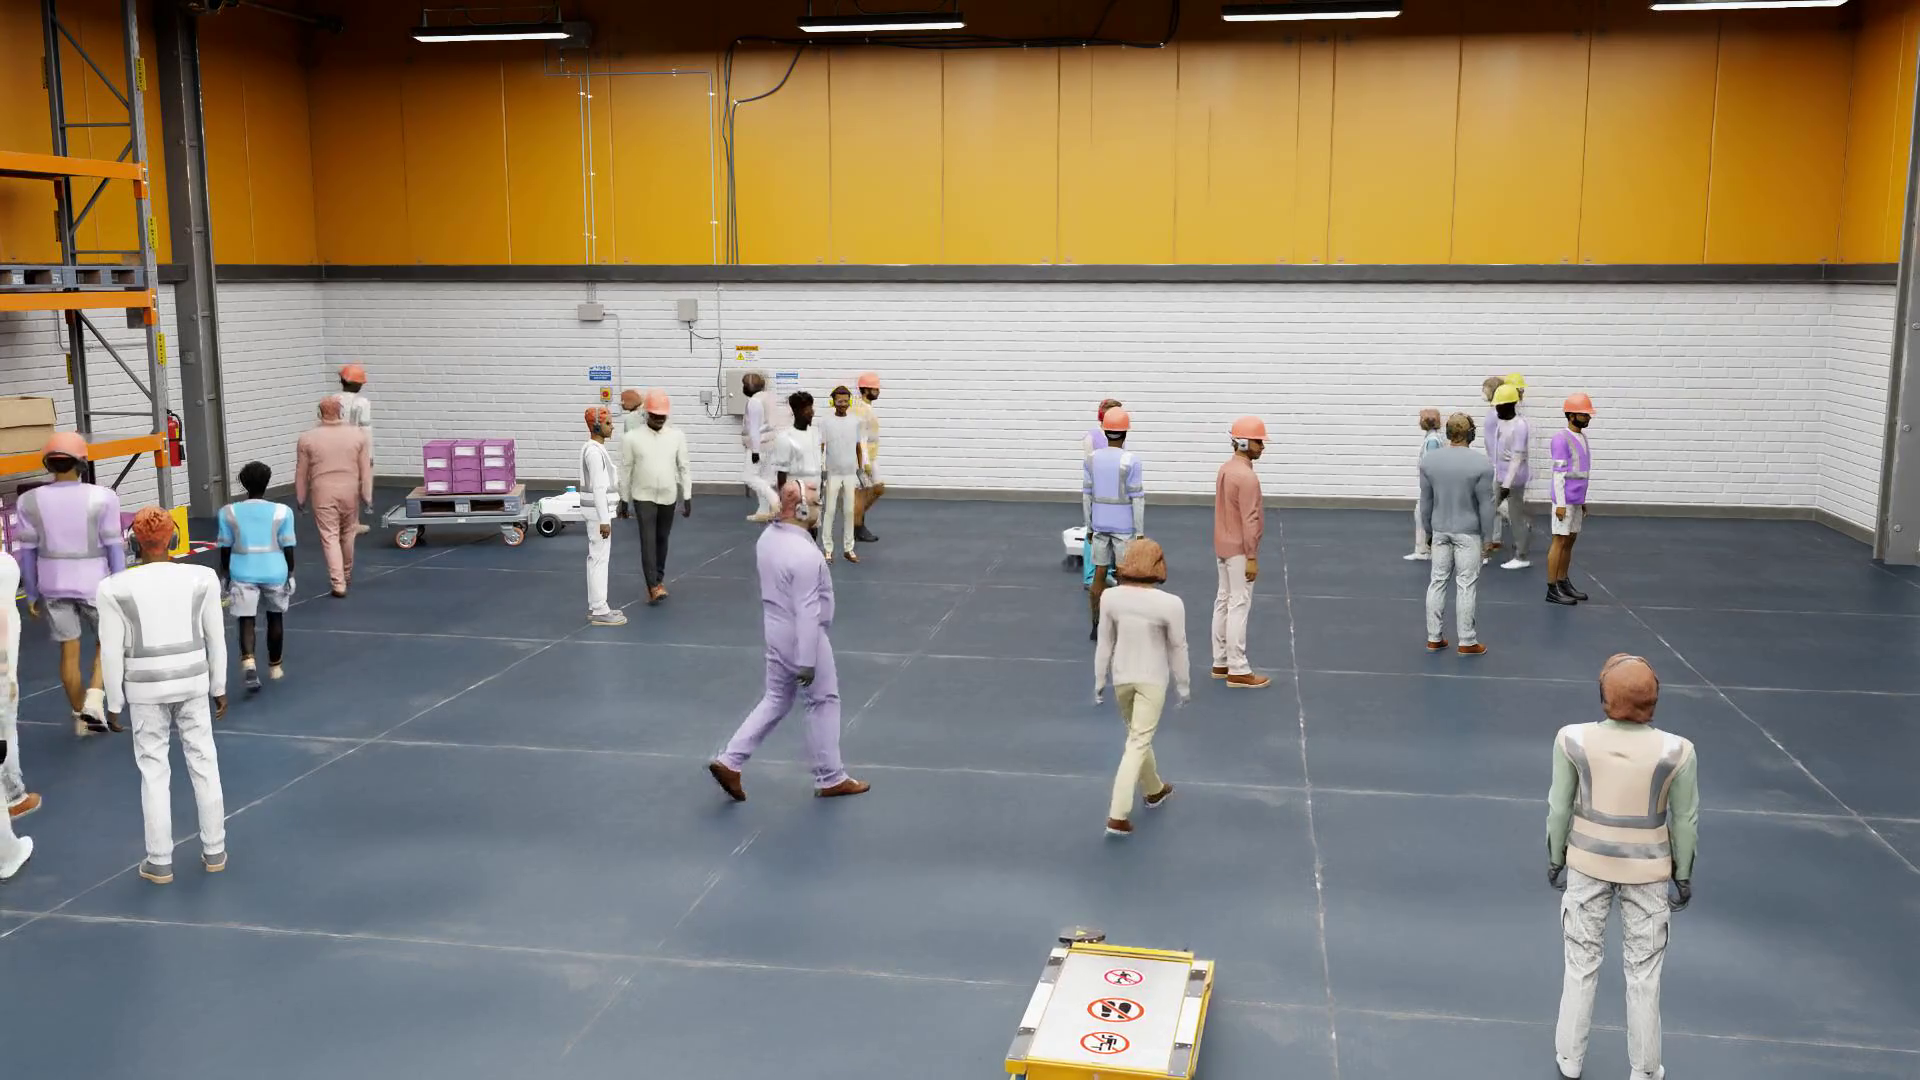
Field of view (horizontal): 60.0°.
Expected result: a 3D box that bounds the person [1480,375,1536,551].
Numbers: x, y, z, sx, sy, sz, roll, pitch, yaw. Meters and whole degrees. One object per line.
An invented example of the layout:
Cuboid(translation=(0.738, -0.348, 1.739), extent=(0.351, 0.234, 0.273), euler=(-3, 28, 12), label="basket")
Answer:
Cuboid(translation=(5.860, -0.806, 17.911), extent=(0.553, 1.930, 0.659), euler=(1, 9, 6), label="person")

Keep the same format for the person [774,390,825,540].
Cuboid(translation=(-1.541, -0.448, 15.671), extent=(0.785, 1.936, 0.620), euler=(5, 11, 30), label="person")

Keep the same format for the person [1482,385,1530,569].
Cuboid(translation=(5.477, -0.627, 16.902), extent=(0.840, 1.890, 0.598), euler=(-1, 9, -5), label="person")

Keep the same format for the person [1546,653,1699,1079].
Cuboid(translation=(2.440, 1.234, 6.162), extent=(0.522, 1.638, 0.306), euler=(4, 10, 25), label="person")

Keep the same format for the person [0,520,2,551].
Cuboid(translation=(-7.589, 0.077, 12.697), extent=(0.515, 1.844, 0.329), euler=(-3, 10, -18), label="person")

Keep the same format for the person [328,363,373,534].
Cuboid(translation=(-7.010, -1.004, 18.928), extent=(0.632, 2.013, 0.850), euler=(3, 10, 18), label="person")

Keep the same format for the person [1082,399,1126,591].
Cuboid(translation=(1.368, -0.428, 15.839), extent=(0.362, 1.839, 0.568), euler=(8, 12, 39), label="person")

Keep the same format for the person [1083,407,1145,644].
Cuboid(translation=(1.271, -0.119, 13.612), extent=(0.551, 1.941, 0.342), euler=(7, 11, 35), label="person")

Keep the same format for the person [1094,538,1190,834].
Cuboid(translation=(1.002, 0.778, 9.128), extent=(0.515, 1.583, 0.884), euler=(6, 11, 33), label="person")

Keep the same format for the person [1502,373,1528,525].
Cuboid(translation=(6.620, -1.098, 20.021), extent=(0.404, 1.830, 0.603), euler=(2, 9, 15), label="person")

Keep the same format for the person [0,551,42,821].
Cuboid(translation=(-5.306, 0.684, 8.808), extent=(0.651, 1.897, 1.023), euler=(0, 9, -1), label="person")

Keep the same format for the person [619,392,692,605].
Cuboid(translation=(-2.786, -0.393, 15.336), extent=(0.626, 1.936, 1.008), euler=(-4, 10, -26), label="person")

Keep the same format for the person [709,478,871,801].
Cuboid(translation=(-0.971, 0.578, 9.469), extent=(0.860, 1.881, 0.640), euler=(-6, 11, -32), label="person")

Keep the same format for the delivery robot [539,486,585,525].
Cuboid(translation=(-4.485, -0.377, 19.214), extent=(0.707, 0.478, 0.477), euler=(-1, 9, -4), label="delivery robot")

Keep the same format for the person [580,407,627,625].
Cuboid(translation=(-3.094, -0.207, 14.343), extent=(0.355, 1.883, 0.575), euler=(-3, 10, -17), label="person")

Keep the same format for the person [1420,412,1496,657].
Cuboid(translation=(3.933, -0.044, 13.159), extent=(0.632, 1.940, 0.372), euler=(9, 13, 43), label="person")

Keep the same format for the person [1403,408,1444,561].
Cuboid(translation=(4.937, -0.568, 17.374), extent=(0.464, 1.622, 0.530), euler=(2, 9, 12), label="person")

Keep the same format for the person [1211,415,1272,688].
Cuboid(translation=(2.063, 0.078, 12.233), extent=(0.392, 1.991, 0.612), euler=(-2, 9, -11), label="person")

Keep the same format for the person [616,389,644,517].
Cuboid(translation=(-3.949, -1.055, 20.503), extent=(0.723, 1.608, 0.506), euler=(2, 9, 10), label="person")

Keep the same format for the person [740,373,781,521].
Cuboid(translation=(-2.395, -1.103, 20.097), extent=(0.504, 1.823, 0.648), euler=(1, 9, 7), label="person")

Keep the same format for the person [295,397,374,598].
Cuboid(translation=(-5.937, -0.424, 15.741), extent=(0.673, 1.855, 0.960), euler=(-5, 10, -29), label="person")

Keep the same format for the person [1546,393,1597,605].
Cuboid(translation=(5.613, -0.381, 15.254), extent=(0.358, 1.938, 0.542), euler=(8, 12, 41), label="person")

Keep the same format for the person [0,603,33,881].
Cuboid(translation=(-4.791, 0.835, 7.912), extent=(0.600, 1.873, 0.984), euler=(-2, 9, -12), label="person")

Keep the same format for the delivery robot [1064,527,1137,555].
Cuboid(translation=(1.418, 0.010, 16.811), extent=(0.707, 0.478, 0.477), euler=(4, 10, 26), label="delivery robot")

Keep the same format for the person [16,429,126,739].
Cuboid(translation=(-5.719, 0.297, 10.763), extent=(0.631, 2.029, 0.440), euler=(-2, 9, -15), label="person")

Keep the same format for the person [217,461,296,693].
Cuboid(translation=(-5.083, 0.265, 12.058), extent=(0.534, 1.669, 0.739), euler=(-3, 10, -19), label="person")

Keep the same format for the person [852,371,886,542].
Cuboid(translation=(-1.046, -0.929, 18.675), extent=(0.411, 1.924, 0.544), euler=(2, 9, 12), label="person")

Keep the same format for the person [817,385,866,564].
Cuboid(translation=(-1.237, -0.681, 17.338), extent=(0.534, 1.864, 0.309), euler=(-4, 10, -21), label="person")

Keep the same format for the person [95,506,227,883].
Cuboid(translation=(-3.956, 0.768, 8.295), extent=(0.574, 1.882, 0.358), euler=(-7, 11, -36), label="person")

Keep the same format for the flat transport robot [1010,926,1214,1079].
Cuboid(translation=(0.603, 1.871, 6.436), extent=(0.652, 0.197, 1.431), euler=(2, 9, 13), label="flat transport robot")
